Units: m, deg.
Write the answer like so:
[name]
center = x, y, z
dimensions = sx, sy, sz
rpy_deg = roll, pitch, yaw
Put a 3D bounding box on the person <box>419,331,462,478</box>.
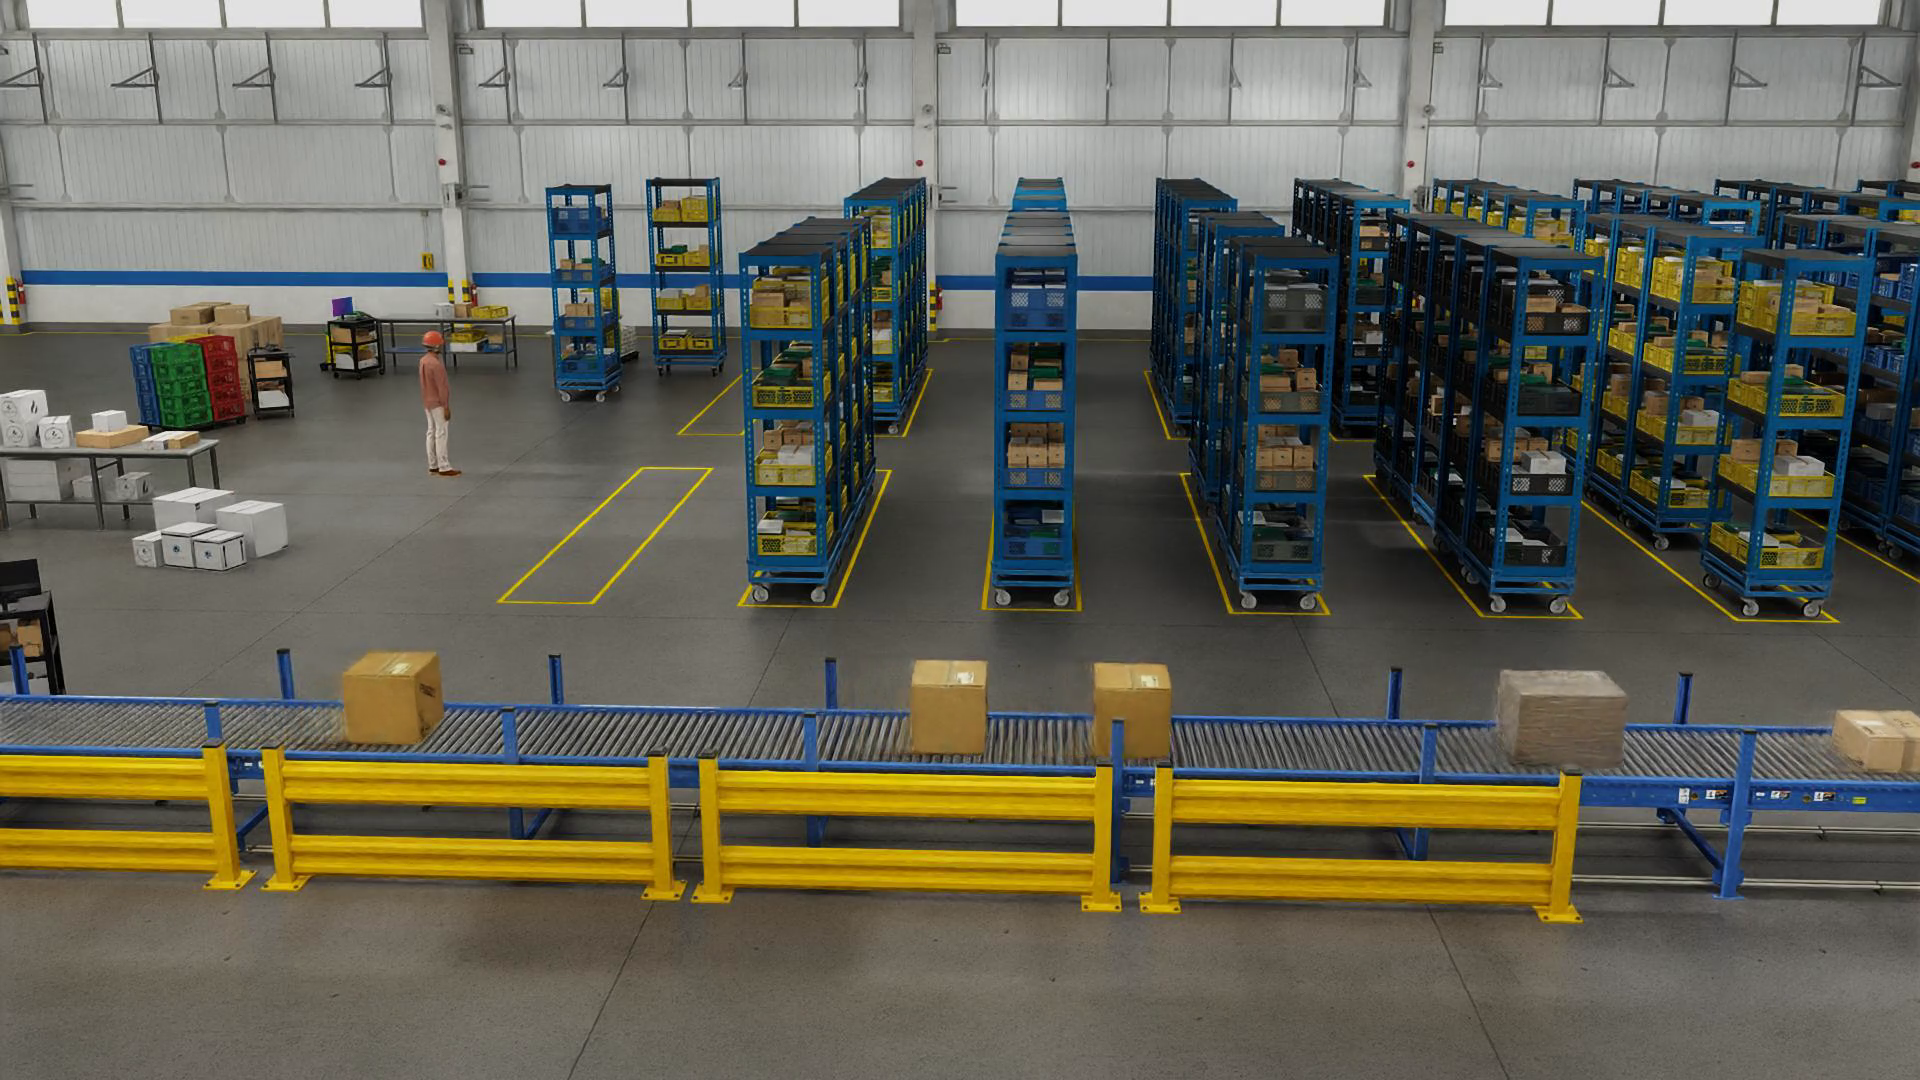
[person]
center = -7.093, -1.840, 22.588
dimensions = 0.382, 1.993, 0.622
rpy_deg = -13, 20, -41
